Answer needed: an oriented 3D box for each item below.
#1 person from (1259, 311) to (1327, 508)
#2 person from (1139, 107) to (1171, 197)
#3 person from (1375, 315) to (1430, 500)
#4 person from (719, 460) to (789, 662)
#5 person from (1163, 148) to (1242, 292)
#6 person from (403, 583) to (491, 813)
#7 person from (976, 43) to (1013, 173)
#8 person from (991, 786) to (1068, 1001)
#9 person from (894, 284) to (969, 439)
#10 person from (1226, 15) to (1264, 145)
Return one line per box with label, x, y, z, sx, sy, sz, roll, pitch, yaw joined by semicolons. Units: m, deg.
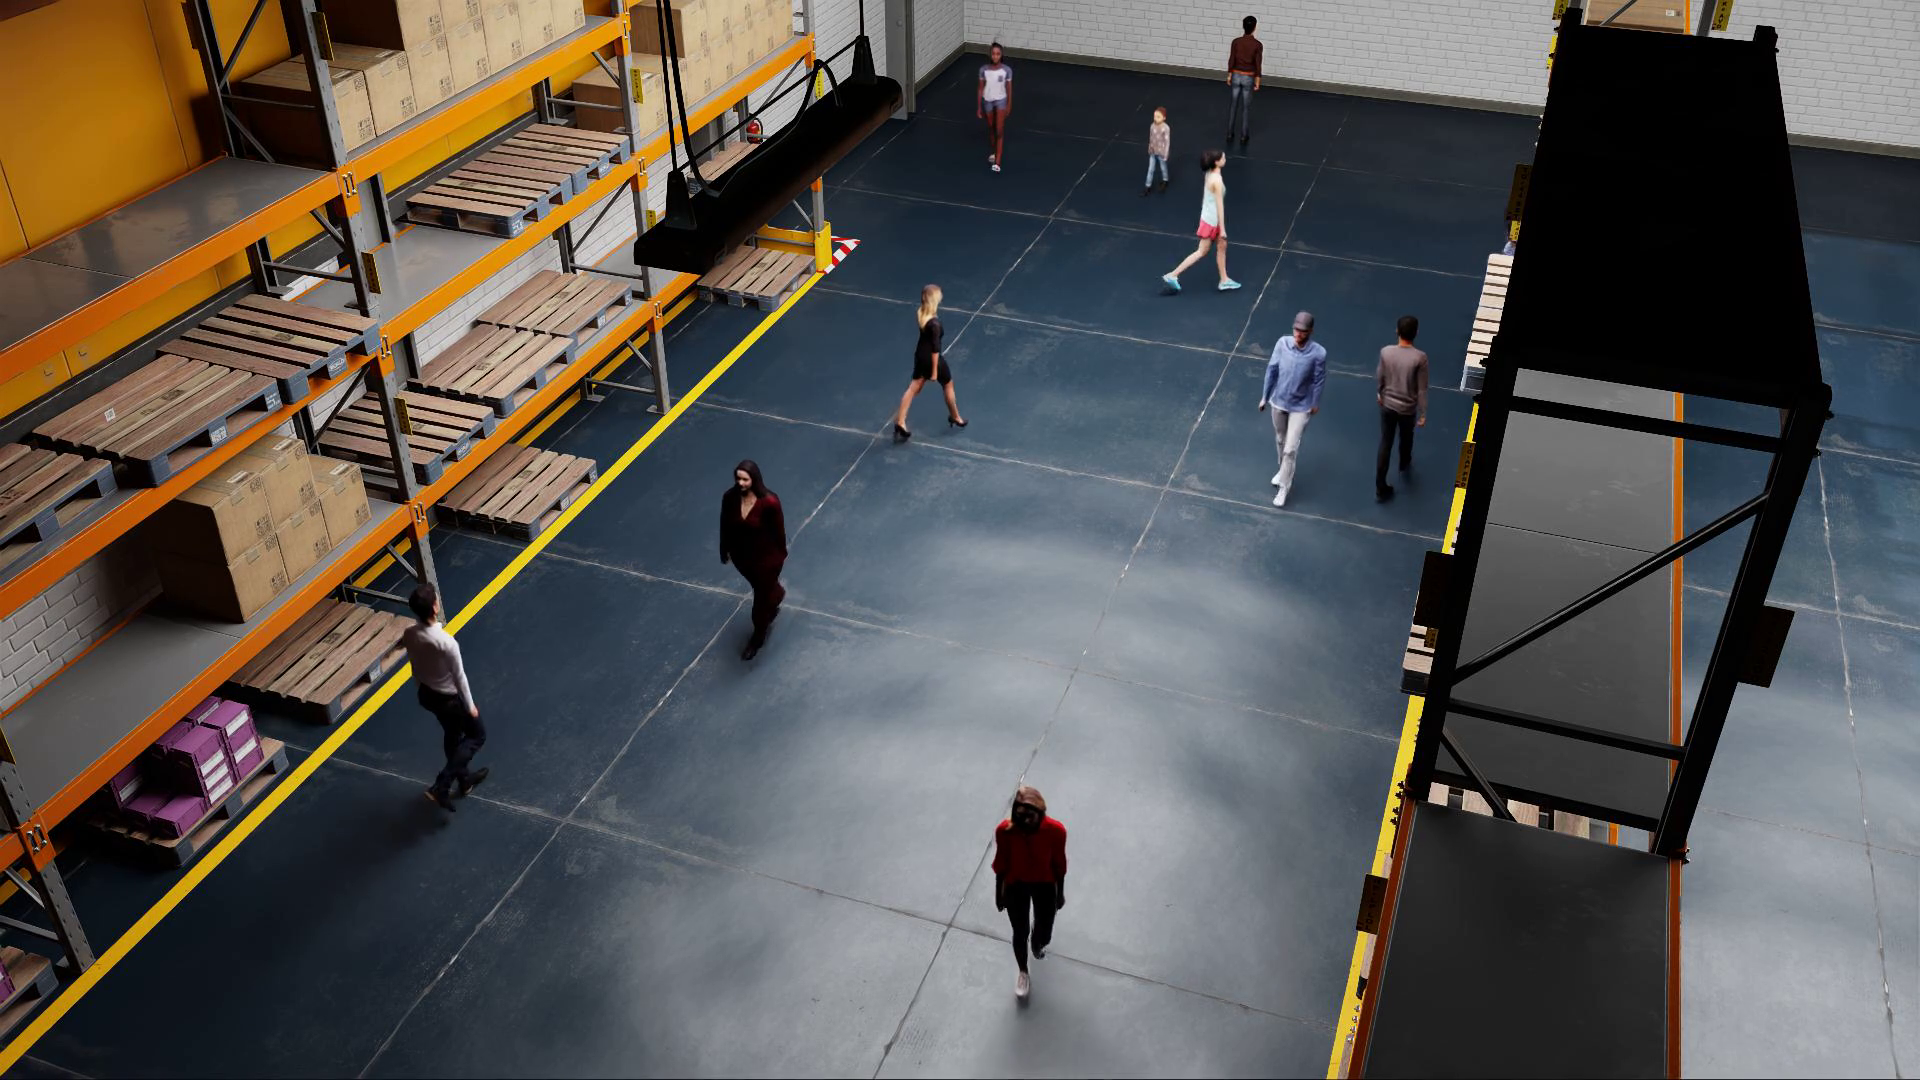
person;3.135;-1.324;15.592;0.807;1.860;1.027;21;39;28
person;2.662;-5.134;21.949;0.656;1.168;0.862;24;40;31
person;4.044;-1.192;15.516;1.116;1.724;0.823;12;35;17
person;-1.631;0.073;13.630;0.683;1.706;1.107;12;35;18
person;2.824;-3.635;19.188;1.018;1.729;1.199;-3;34;-5
person;-3.725;1.173;11.843;0.723;1.851;0.944;18;38;25
person;0.489;-5.942;22.700;0.704;1.682;1.141;7;34;11
person;0.447;2.155;10.512;0.736;1.690;0.802;1;34;2
person;-0.380;-1.719;16.393;1.089;1.632;0.982;-17;37;-24
person;3.984;-6.481;23.426;0.625;1.778;0.497;11;35;16
